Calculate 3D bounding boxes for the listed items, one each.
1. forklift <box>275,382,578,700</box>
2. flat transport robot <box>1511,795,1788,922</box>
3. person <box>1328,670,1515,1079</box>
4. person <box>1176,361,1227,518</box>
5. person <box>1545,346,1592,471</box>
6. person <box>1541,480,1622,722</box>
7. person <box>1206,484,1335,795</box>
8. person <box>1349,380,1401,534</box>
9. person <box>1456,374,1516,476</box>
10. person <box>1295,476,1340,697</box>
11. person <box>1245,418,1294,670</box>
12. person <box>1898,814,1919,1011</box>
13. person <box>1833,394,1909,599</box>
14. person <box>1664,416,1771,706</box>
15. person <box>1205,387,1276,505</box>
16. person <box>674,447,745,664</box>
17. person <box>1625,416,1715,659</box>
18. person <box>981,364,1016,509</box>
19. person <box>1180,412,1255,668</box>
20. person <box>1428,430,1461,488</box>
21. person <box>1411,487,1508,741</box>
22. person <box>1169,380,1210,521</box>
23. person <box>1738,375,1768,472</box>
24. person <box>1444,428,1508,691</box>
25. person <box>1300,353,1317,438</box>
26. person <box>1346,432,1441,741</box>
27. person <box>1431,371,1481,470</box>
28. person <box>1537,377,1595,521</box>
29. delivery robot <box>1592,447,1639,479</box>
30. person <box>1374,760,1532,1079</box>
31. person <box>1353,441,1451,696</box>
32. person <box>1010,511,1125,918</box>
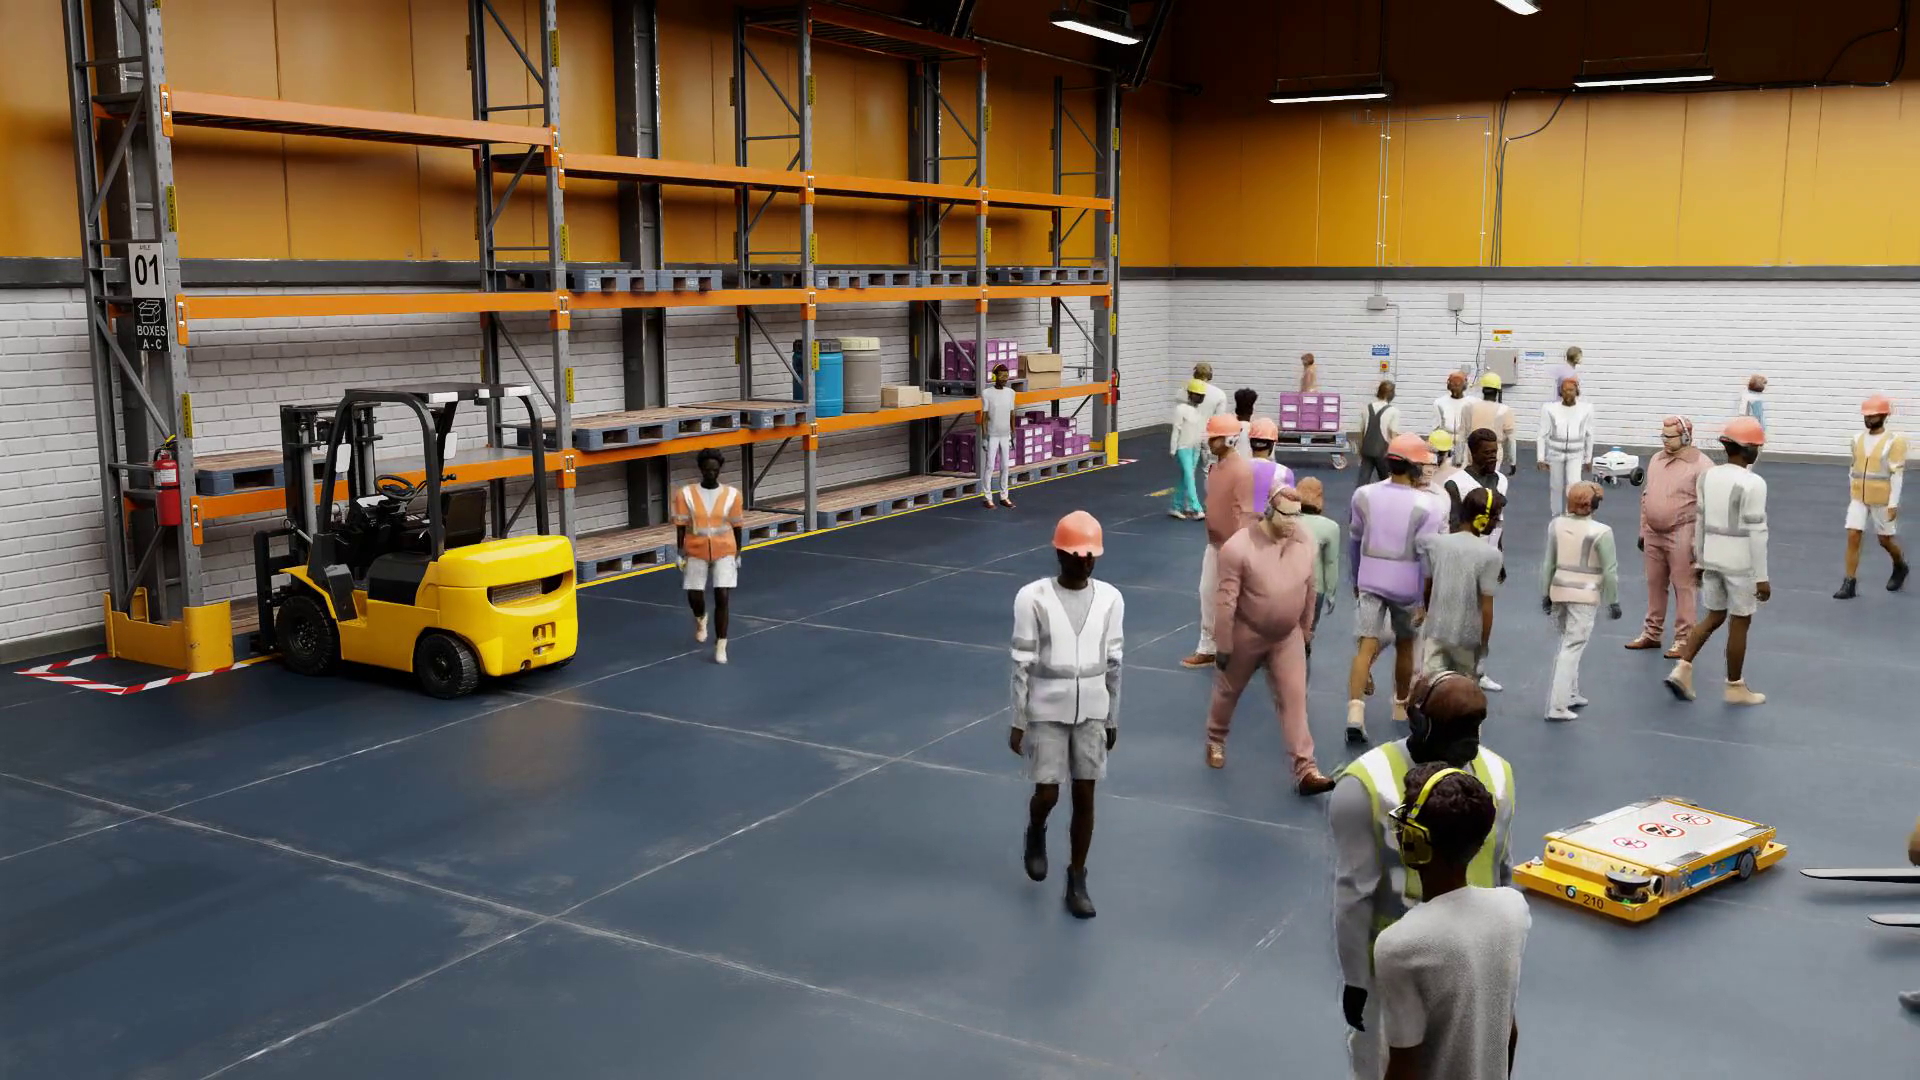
[{"bbox_3d":[-3.974,-0.067,12.417,2.313,2.155,1.214,5,11,30],"label":"forklift"},{"bbox_3d":[3.452,1.554,8.283,1.431,0.197,0.652,-7,11,-37],"label":"flat transport robot"},{"bbox_3d":[1.432,1.300,5.049,0.634,1.816,0.694,-1,9,-8],"label":"person"},{"bbox_3d":[2.961,-1.220,20.424,0.640,1.936,0.386,2,9,14],"label":"person"},{"bbox_3d":[9.362,-1.980,25.234,0.906,1.906,0.660,4,10,25],"label":"person"},{"bbox_3d":[4.215,0.407,11.225,0.679,1.618,0.512,-5,10,-27],"label":"person"},{"bbox_3d":[1.801,0.557,9.782,0.658,1.797,1.152,-3,9,-16],"label":"person"},{"bbox_3d":[4.820,-0.949,19.232,0.573,1.780,1.007,8,12,43],"label":"person"},{"bbox_3d":[5.991,-0.941,18.853,0.622,1.873,0.965,6,11,31],"label":"person"},{"bbox_3d":[2.358,0.362,11.540,0.523,1.608,0.511,1,9,9],"label":"person"},{"bbox_3d":[2.283,0.009,12.851,0.604,1.899,0.818,3,10,18],"label":"person"},{"bbox_3d":[3.888,1.062,6.497,0.596,1.823,0.642,-6,11,-32],"label":"person"},{"bbox_3d":[8.535,-0.410,15.464,0.890,1.913,0.548,-5,10,-29],"label":"person"},{"bbox_3d":[5.326,0.158,11.540,0.557,2.046,0.623,-2,9,-14],"label":"person"},{"bbox_3d":[2.624,-0.454,15.584,0.652,1.949,0.485,1,9,5],"label":"person"},{"bbox_3d":[-1.944,0.097,12.959,0.546,1.682,0.552,-1,9,-7],"label":"person"},{"bbox_3d":[5.589,-0.027,13.086,0.406,1.902,0.638,-4,10,-25],"label":"person"},{"bbox_3d":[0.497,-1.324,21.316,0.516,1.861,0.322,-5,10,-29],"label":"person"},{"bbox_3d":[2.119,0.007,12.647,0.798,1.974,0.612,-3,10,-19],"label":"person"},{"bbox_3d":[3.883,-0.038,13.705,0.546,1.729,0.875,7,11,37],"label":"person"},{"bbox_3d":[2.836,0.590,9.526,0.541,1.809,0.950,7,12,38],"label":"person"},{"bbox_3d":[2.867,-1.077,20.164,0.535,1.715,0.887,-7,11,-36],"label":"person"},{"bbox_3d":[10.916,-1.473,23.009,0.340,1.616,0.609,1,9,3],"label":"person"},{"bbox_3d":[3.681,0.151,11.921,0.598,1.915,0.378,-6,11,-34],"label":"person"},{"bbox_3d":[6.173,-2.505,29.472,0.340,1.611,0.611,2,9,14],"label":"person"},{"bbox_3d":[2.774,0.299,10.779,0.619,1.999,1.045,5,10,29],"label":"person"},{"bbox_3d":[5.854,-1.061,19.652,0.580,1.872,0.415,4,10,23],"label":"person"},{"bbox_3d":[6.900,-0.936,18.990,0.598,1.822,0.995,3,10,20],"label":"person"},{"bbox_3d":[9.271,-1.077,23.533,0.707,0.478,0.477,-6,11,-35],"label":"delivery robot"},{"bbox_3d":[1.130,1.452,3.989,0.521,1.859,0.335,-6,11,-35],"label":"person"},{"bbox_3d":[3.024,0.251,11.406,0.664,1.885,0.595,-2,9,-12],"label":"person"},{"bbox_3d":[0.496,0.797,7.867,0.570,1.920,0.530,-2,9,-14],"label":"person"}]
